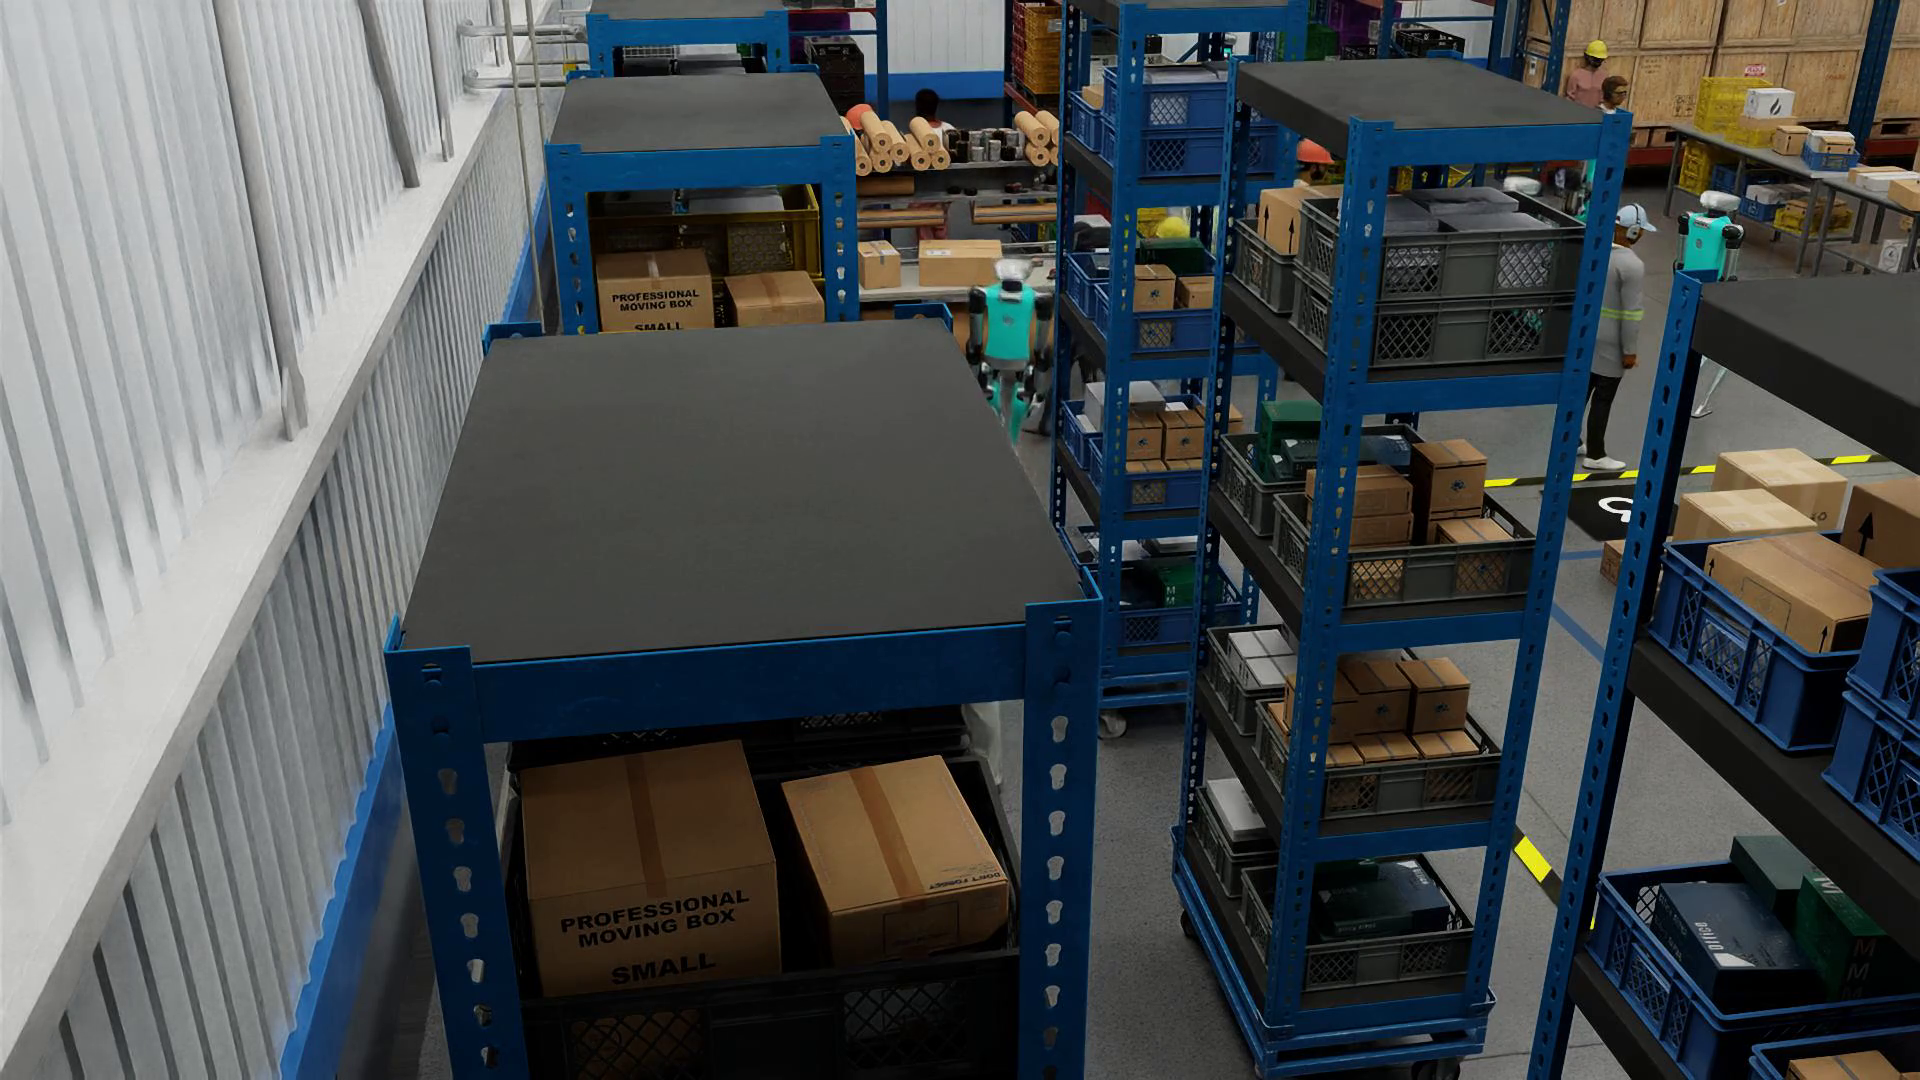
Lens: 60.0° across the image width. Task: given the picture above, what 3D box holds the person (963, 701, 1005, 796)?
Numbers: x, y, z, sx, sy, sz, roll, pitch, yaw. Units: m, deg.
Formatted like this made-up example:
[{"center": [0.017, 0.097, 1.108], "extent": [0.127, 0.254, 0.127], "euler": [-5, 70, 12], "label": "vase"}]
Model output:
[{"center": [0.081, 0.338, 7.693], "extent": [0.388, 1.833, 0.568], "euler": [-5, 25, -12], "label": "person"}]

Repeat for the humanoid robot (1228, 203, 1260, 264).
[{"center": [2.220, -2.396, 13.844], "extent": [0.599, 1.649, 0.417], "euler": [-2, 25, -5], "label": "humanoid robot"}]

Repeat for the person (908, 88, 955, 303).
[{"center": [-0.253, -3.115, 15.100], "extent": [0.373, 1.914, 0.595], "euler": [18, 30, 34], "label": "person"}]

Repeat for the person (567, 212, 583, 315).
[{"center": [-2.747, -1.872, 12.472], "extent": [0.512, 1.858, 0.333], "euler": [-19, 31, -35], "label": "person"}]

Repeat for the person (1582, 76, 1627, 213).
[{"center": [6.242, -3.615, 16.290], "extent": [0.332, 1.836, 0.503], "euler": [21, 32, 38], "label": "person"}]

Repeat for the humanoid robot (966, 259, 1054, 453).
[{"center": [0.324, -1.012, 10.761], "extent": [0.570, 1.771, 0.873], "euler": [2, 25, 5], "label": "humanoid robot"}]

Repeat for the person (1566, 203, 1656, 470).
[{"center": [4.476, -1.396, 11.442], "extent": [0.394, 1.849, 0.588], "euler": [-6, 25, -14], "label": "person"}]

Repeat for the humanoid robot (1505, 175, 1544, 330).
[{"center": [4.306, -1.856, 12.664], "extent": [0.657, 1.868, 0.545], "euler": [-9, 26, -19], "label": "humanoid robot"}]

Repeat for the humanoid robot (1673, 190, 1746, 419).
[{"center": [5.554, -1.737, 12.157], "extent": [0.735, 1.677, 0.533], "euler": [-11, 27, -23], "label": "humanoid robot"}]

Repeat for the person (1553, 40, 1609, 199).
[{"center": [7.075, -4.760, 18.866], "extent": [0.522, 1.761, 0.337], "euler": [-6, 25, -12], "label": "person"}]

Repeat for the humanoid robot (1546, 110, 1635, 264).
[{"center": [5.628, -3.124, 15.369], "extent": [0.559, 1.795, 0.933], "euler": [-10, 27, -21], "label": "humanoid robot"}]

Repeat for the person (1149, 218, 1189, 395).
[{"center": [1.361, -1.420, 11.643], "extent": [0.465, 1.721, 0.612], "euler": [5, 25, 12], "label": "person"}]

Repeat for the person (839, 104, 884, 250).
[{"center": [-0.805, -2.568, 13.761], "extent": [0.379, 2.041, 0.614], "euler": [-19, 31, -35], "label": "person"}]

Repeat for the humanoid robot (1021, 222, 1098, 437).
[{"center": [0.823, -1.440, 11.792], "extent": [0.666, 1.651, 0.590], "euler": [-11, 27, -23], "label": "humanoid robot"}]

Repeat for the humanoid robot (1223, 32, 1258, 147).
[{"center": [3.271, -5.012, 19.272], "extent": [0.735, 1.681, 0.533], "euler": [2, 25, 5], "label": "humanoid robot"}]

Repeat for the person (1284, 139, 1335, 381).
[{"center": [2.726, -2.176, 13.045], "extent": [0.425, 1.932, 0.562], "euler": [1, 25, 3], "label": "person"}]

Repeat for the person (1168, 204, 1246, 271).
[{"center": [1.962, -2.277, 13.392], "extent": [0.700, 1.825, 0.439], "euler": [-3, 25, -6], "label": "person"}]
